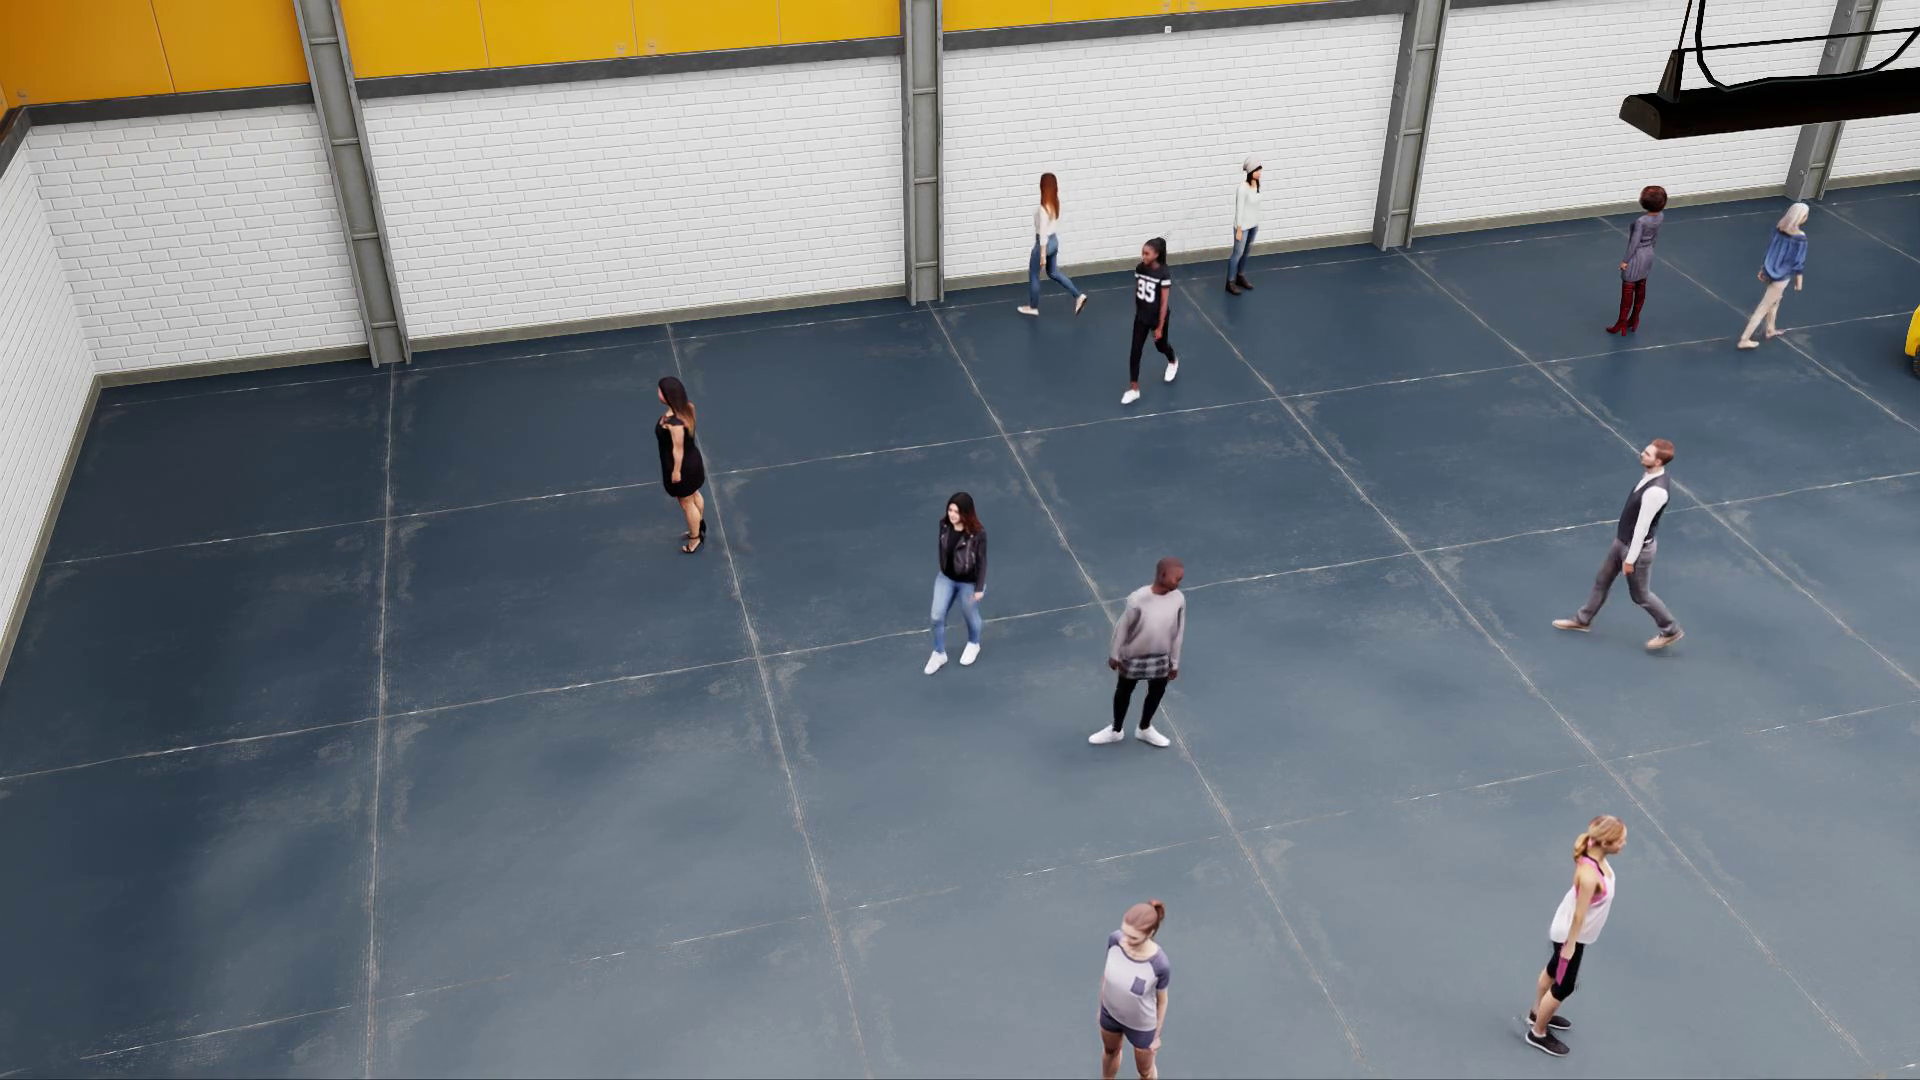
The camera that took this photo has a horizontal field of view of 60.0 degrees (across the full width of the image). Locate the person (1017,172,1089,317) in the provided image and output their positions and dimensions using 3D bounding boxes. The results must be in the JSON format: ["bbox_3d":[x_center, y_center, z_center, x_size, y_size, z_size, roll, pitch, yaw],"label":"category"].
[{"bbox_3d":[1.049,-3.249,18.562,1.089,1.703,0.993,15,36,21],"label":"person"}]

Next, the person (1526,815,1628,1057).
[{"bbox_3d":[3.688,2.351,10.063,0.732,1.785,0.694,15,36,21],"label":"person"}]

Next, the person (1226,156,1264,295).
[{"bbox_3d":[3.304,-3.652,19.225,0.699,1.641,0.588,28,43,36],"label":"person"}]

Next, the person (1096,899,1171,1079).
[{"bbox_3d":[0.992,2.716,9.533,0.679,1.765,0.712,25,41,32],"label":"person"}]

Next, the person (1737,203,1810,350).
[{"bbox_3d":[8.734,-2.817,17.942,0.900,1.671,0.629,-9,35,-14],"label":"person"}]

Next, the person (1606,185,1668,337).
[{"bbox_3d":[7.472,-3.075,18.292,0.530,1.711,0.692,-18,38,-25],"label":"person"}]

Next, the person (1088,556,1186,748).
[{"bbox_3d":[1.313,0.839,12.370,0.515,1.750,0.876,1,34,1],"label":"person"}]

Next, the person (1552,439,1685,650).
[{"bbox_3d":[5.532,0.074,13.386,1.328,1.900,1.082,8,34,12],"label":"person"}]

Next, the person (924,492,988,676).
[{"bbox_3d":[0.054,0.291,13.312,0.873,1.619,0.930,16,37,23],"label":"person"}]

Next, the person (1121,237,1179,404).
[{"bbox_3d":[2.030,-2.288,17.127,1.081,1.692,1.241,22,40,30],"label":"person"}]

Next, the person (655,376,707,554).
[{"bbox_3d":[-2.434,-0.667,14.665,0.713,1.716,0.737,2,34,3],"label":"person"}]
